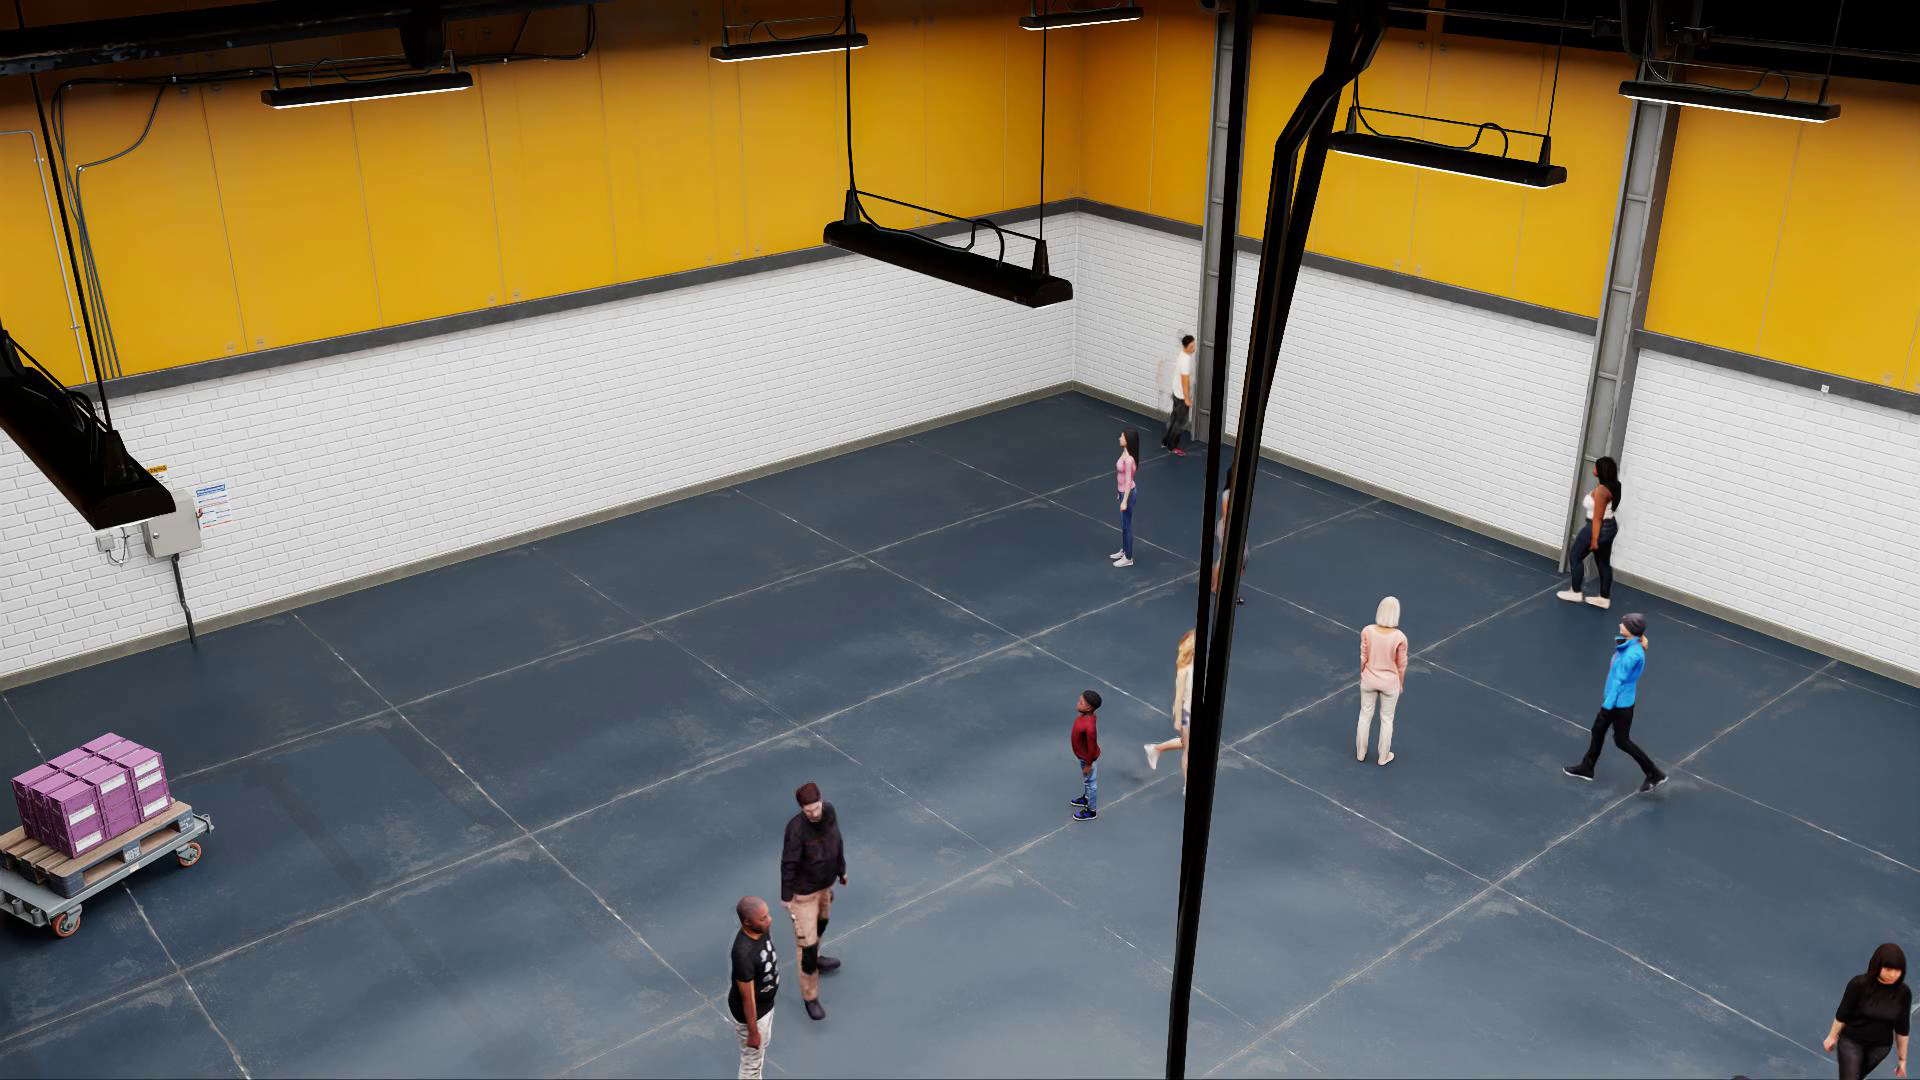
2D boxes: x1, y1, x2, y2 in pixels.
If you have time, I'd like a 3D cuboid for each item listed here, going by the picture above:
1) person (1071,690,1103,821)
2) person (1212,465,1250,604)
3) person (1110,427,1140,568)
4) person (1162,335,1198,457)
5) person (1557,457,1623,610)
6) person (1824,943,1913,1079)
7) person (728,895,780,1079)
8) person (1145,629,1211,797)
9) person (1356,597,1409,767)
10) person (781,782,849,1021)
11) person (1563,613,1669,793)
[{"bbox_3d":[1.155,1.915,14.969,0.643,1.255,0.572,0,24,0],"label":"person"},{"bbox_3d":[3.010,-0.085,18.922,0.654,1.755,0.647,20,30,37],"label":"person"},{"bbox_3d":[1.997,-0.532,19.962,0.712,1.742,0.636,0,24,0],"label":"person"},{"bbox_3d":[3.072,-2.055,23.418,0.973,1.764,0.886,-4,24,-10],"label":"person"},{"bbox_3d":[7.315,-0.051,18.799,0.645,1.792,0.758,-19,30,-36],"label":"person"},{"bbox_3d":[6.084,3.347,11.241,0.990,1.618,1.027,4,24,8],"label":"person"},{"bbox_3d":[-1.407,3.192,11.365,0.807,1.804,0.751,2,24,6],"label":"person"},{"bbox_3d":[2.000,1.571,15.156,0.979,1.737,0.664,19,30,37],"label":"person"},{"bbox_3d":[3.981,1.324,15.736,0.598,1.725,0.733,11,26,24],"label":"person"},{"bbox_3d":[-1.154,2.603,12.608,1.003,1.887,0.983,10,26,22],"label":"person"},{"bbox_3d":[6.126,1.524,15.225,1.208,1.767,0.964,9,25,20],"label":"person"}]
